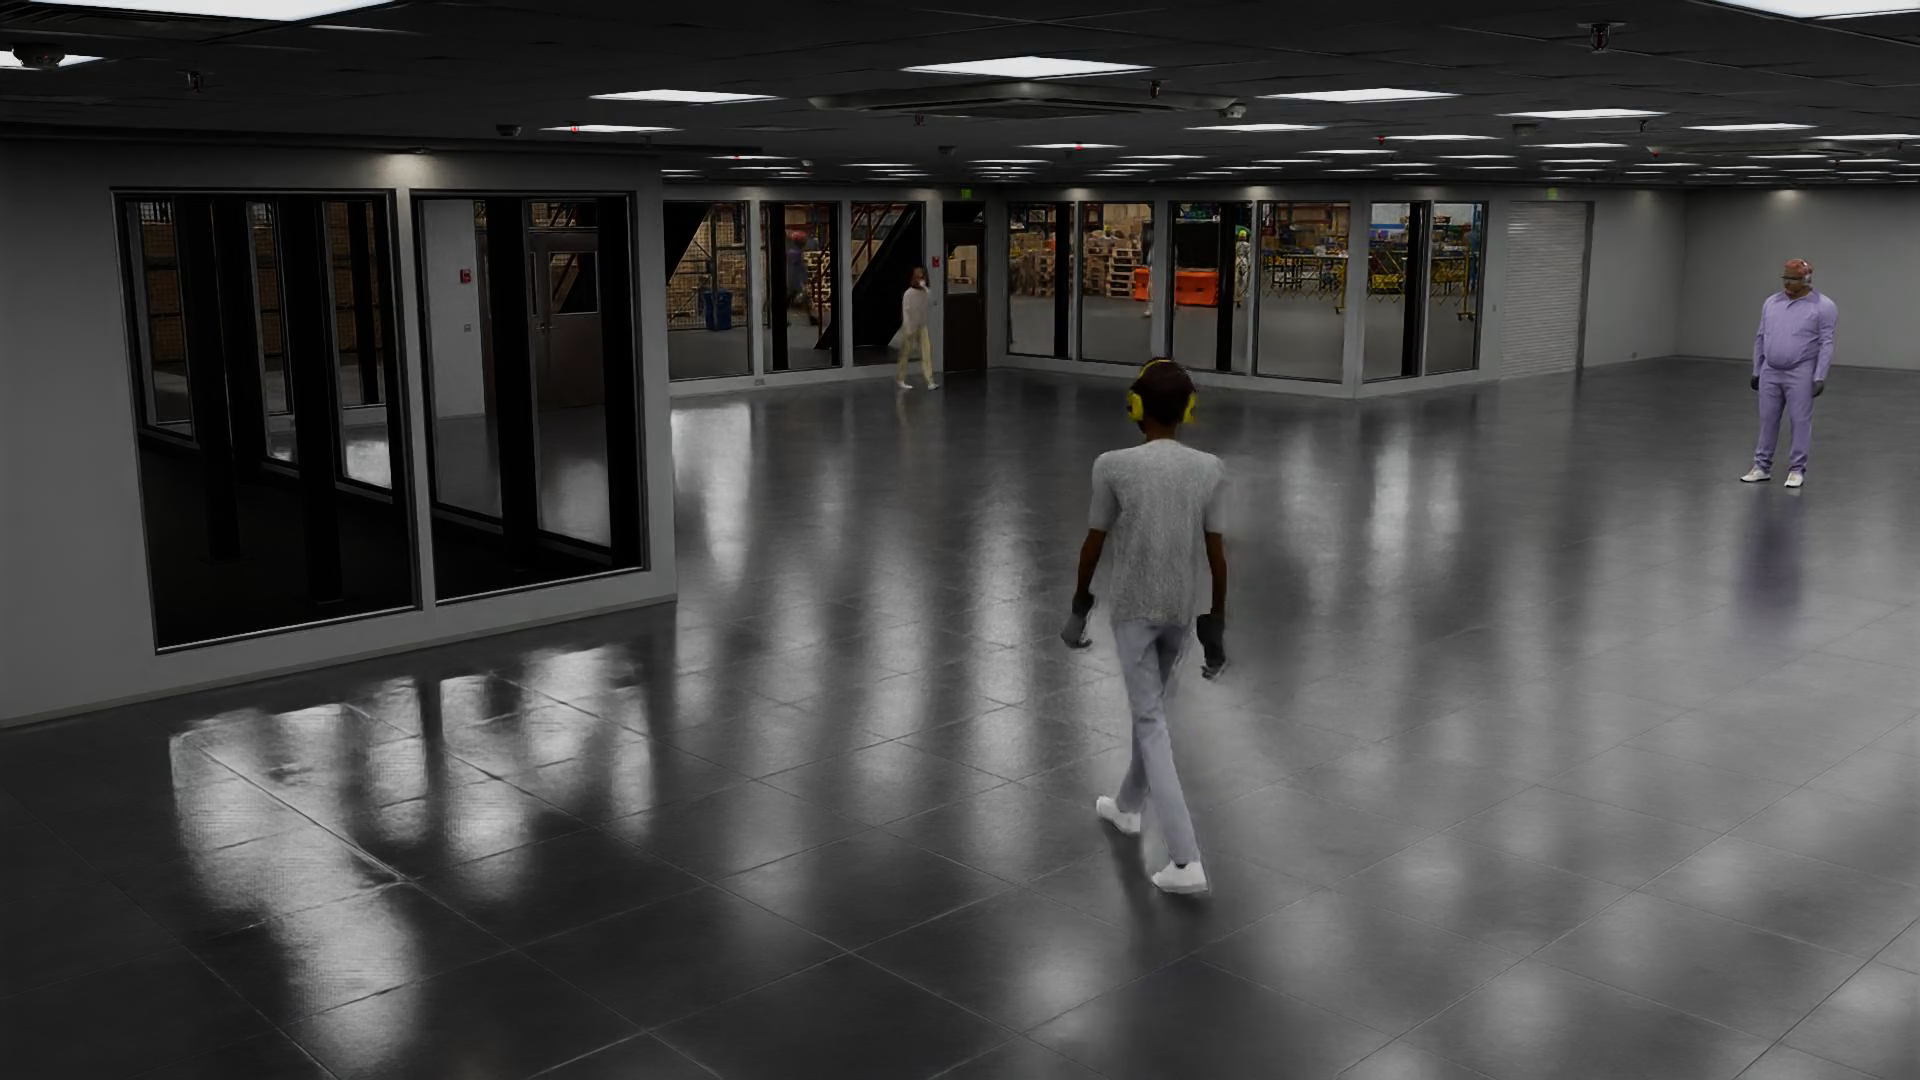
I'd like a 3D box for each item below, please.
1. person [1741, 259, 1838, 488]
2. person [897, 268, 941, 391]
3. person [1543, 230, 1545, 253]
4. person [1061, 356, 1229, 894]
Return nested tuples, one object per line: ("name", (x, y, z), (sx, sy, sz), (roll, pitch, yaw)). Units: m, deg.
("person", (6.961, -1.397, 13.984), (0.406, 1.902, 0.639), (-9, 14, -37))
("person", (-0.551, -2.676, 21.216), (0.508, 1.558, 0.907), (-9, 15, -39))
("person", (17.805, -8.883, 51.214), (0.642, 2.018, 0.690), (-8, 14, -34))
("person", (0.675, 0.277, 5.828), (0.508, 1.829, 0.959), (-5, 12, -23))
